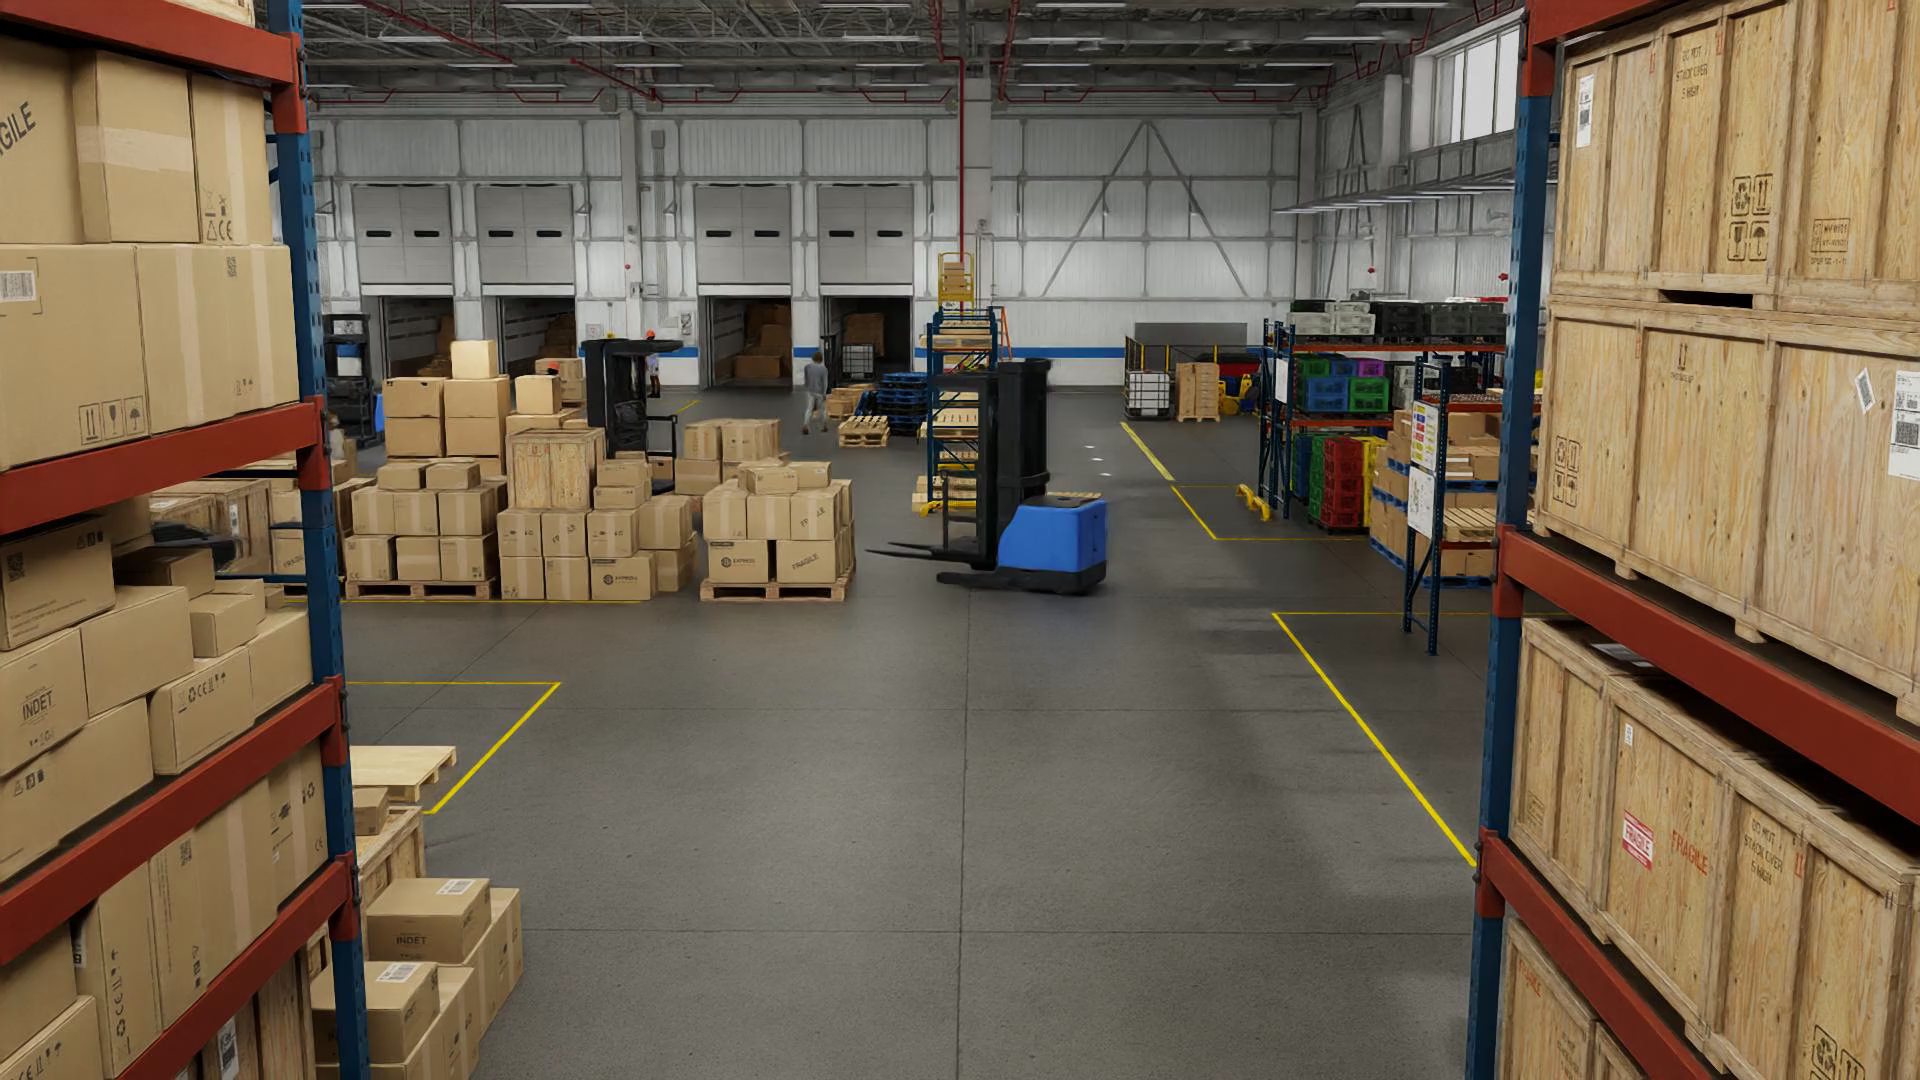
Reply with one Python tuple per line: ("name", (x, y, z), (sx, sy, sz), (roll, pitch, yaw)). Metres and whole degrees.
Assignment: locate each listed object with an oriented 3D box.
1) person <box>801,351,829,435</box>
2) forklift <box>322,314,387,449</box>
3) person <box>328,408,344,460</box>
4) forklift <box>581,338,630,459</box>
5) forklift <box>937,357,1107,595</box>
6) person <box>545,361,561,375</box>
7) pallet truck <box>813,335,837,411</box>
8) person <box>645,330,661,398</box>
("person", (-3.298, -3.346, 37.875), (0.644, 1.904, 1.001), (4, 11, 22))
("forklift", (-12.976, -3.414, 35.398), (1.129, 2.768, 1.873), (0, 10, 1))
("person", (-9.085, -0.944, 23.916), (0.640, 1.922, 0.633), (2, 10, 10))
("forklift", (-5.320, -1.639, 25.159), (1.873, 2.768, 1.129), (3, 10, 15))
("forklift", (0.796, -0.841, 20.553), (1.873, 2.768, 1.129), (5, 11, 25))
("person", (-8.362, -2.725, 34.171), (0.433, 1.918, 0.597), (0, 10, 2))
("pallet truck", (-3.021, -4.312, 43.126), (1.885, 1.965, 0.823), (3, 10, 17))
("person", (-8.749, -4.997, 47.282), (0.388, 1.930, 0.544), (-9, 13, -41))
